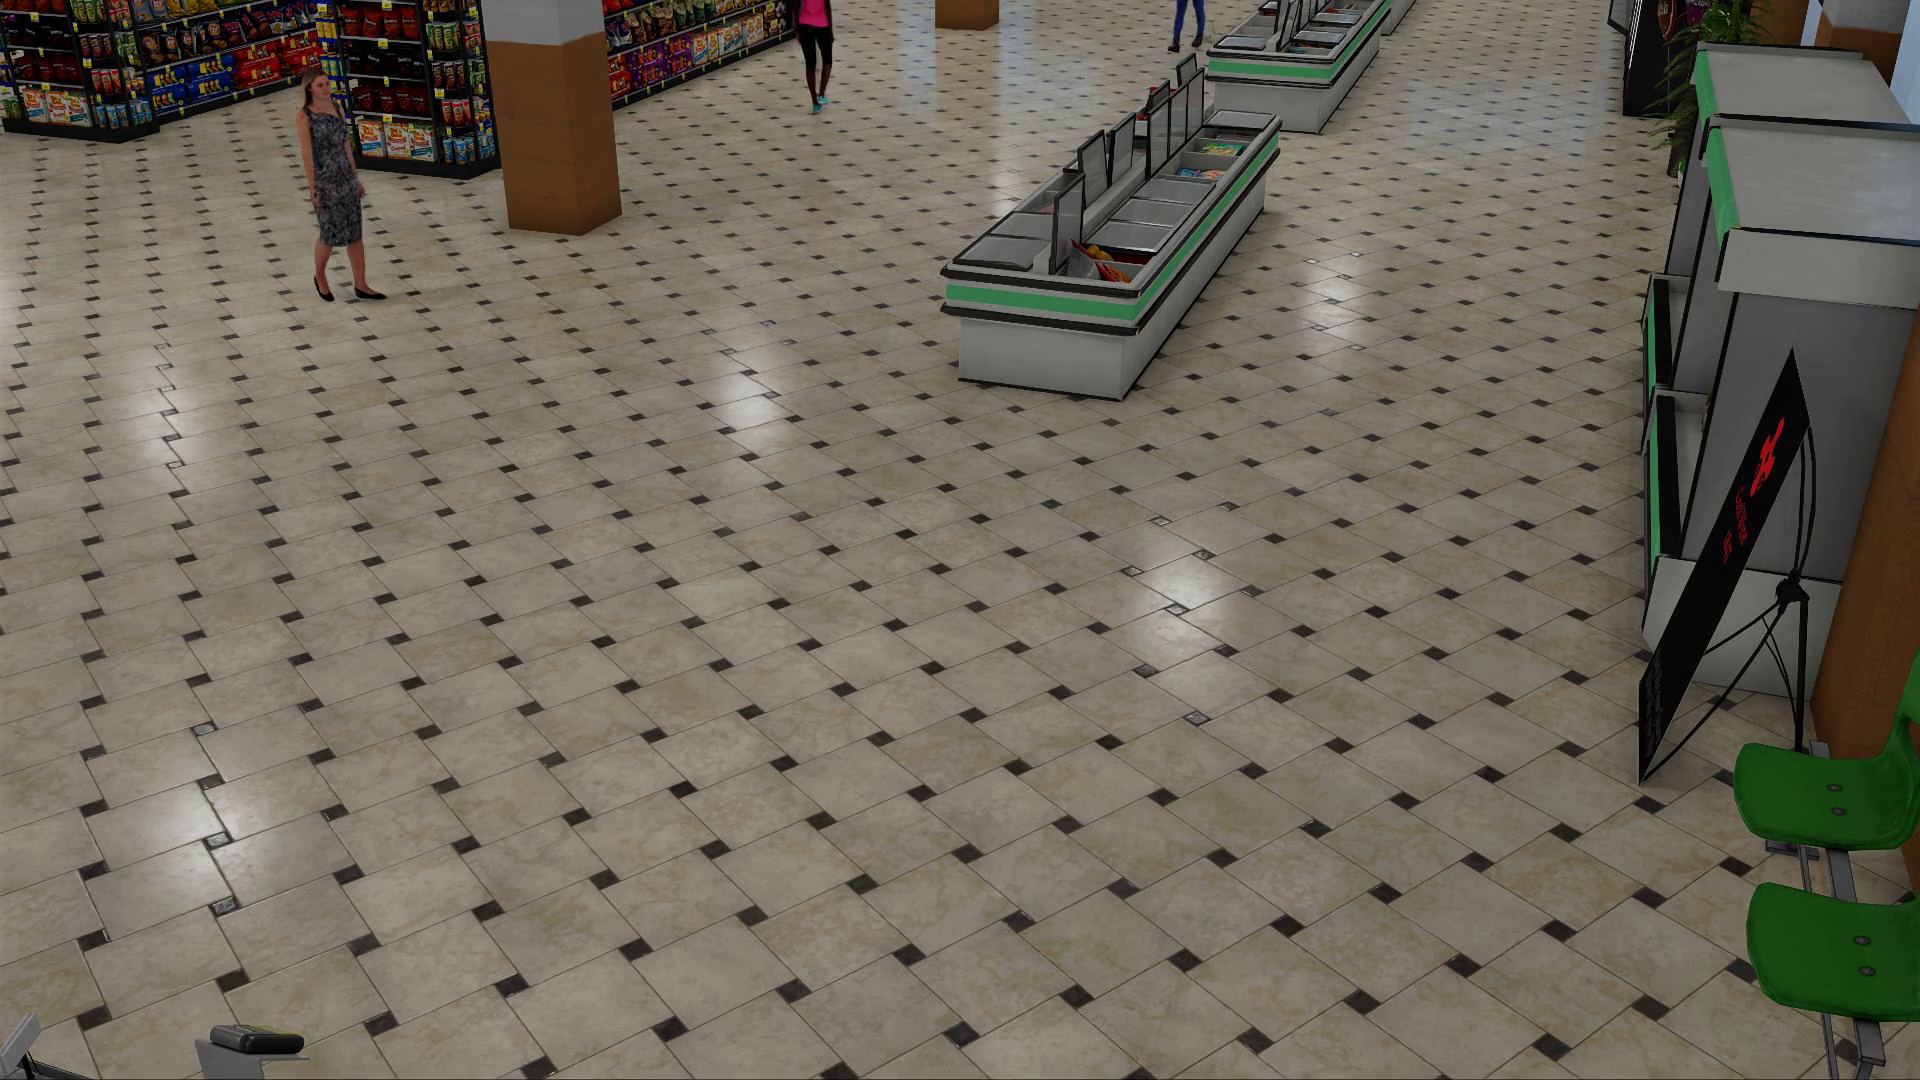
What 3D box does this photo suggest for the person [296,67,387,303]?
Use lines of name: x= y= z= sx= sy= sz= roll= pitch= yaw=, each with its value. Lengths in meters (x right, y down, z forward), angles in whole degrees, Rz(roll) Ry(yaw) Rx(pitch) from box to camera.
person: x=-4.597 y=-2.582 z=12.115 sx=0.693 sy=1.702 sz=0.699 roll=15 pitch=30 yaw=26

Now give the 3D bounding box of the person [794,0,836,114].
person: x=-1.562 y=-5.397 z=17.654 sx=0.661 sy=1.714 sz=0.683 roll=2 pitch=27 yaw=4

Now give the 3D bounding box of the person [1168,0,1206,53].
person: x=2.931 y=-6.908 z=20.718 sx=0.737 sy=1.636 sz=1.142 roll=15 pitch=30 yaw=26
